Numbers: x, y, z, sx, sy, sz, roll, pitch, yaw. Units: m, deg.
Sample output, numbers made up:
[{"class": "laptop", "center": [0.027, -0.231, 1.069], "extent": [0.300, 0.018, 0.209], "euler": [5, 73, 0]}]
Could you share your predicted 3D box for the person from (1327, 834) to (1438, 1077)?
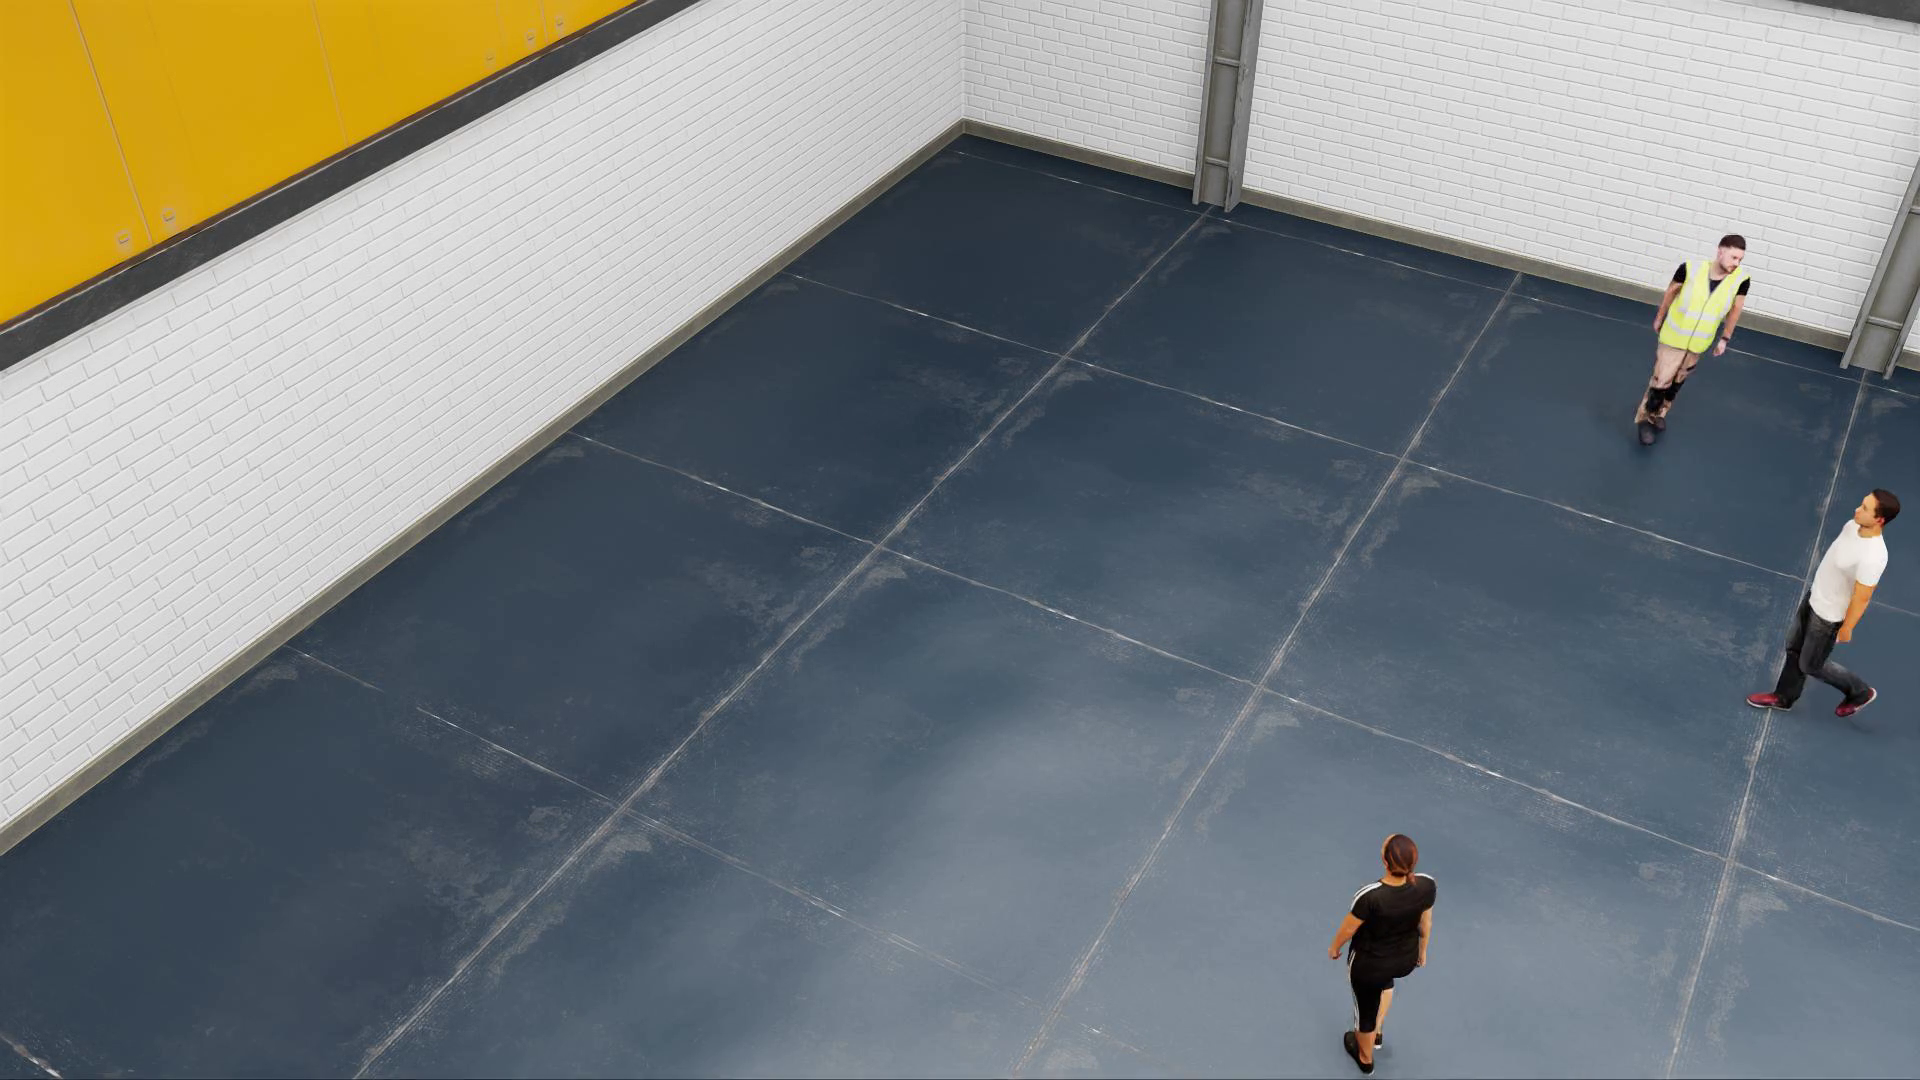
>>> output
[{"class": "person", "center": [2.155, 2.139, 8.325], "extent": [0.721, 1.655, 0.784], "euler": [-8, 39, -10]}]

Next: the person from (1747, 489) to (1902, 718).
[{"class": "person", "center": [5.513, 0.436, 10.350], "extent": [1.022, 1.789, 0.830], "euler": [7, 39, 8]}]

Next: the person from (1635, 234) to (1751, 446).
[{"class": "person", "center": [5.614, -1.610, 12.895], "extent": [0.922, 1.810, 0.943], "euler": [13, 40, 16]}]
